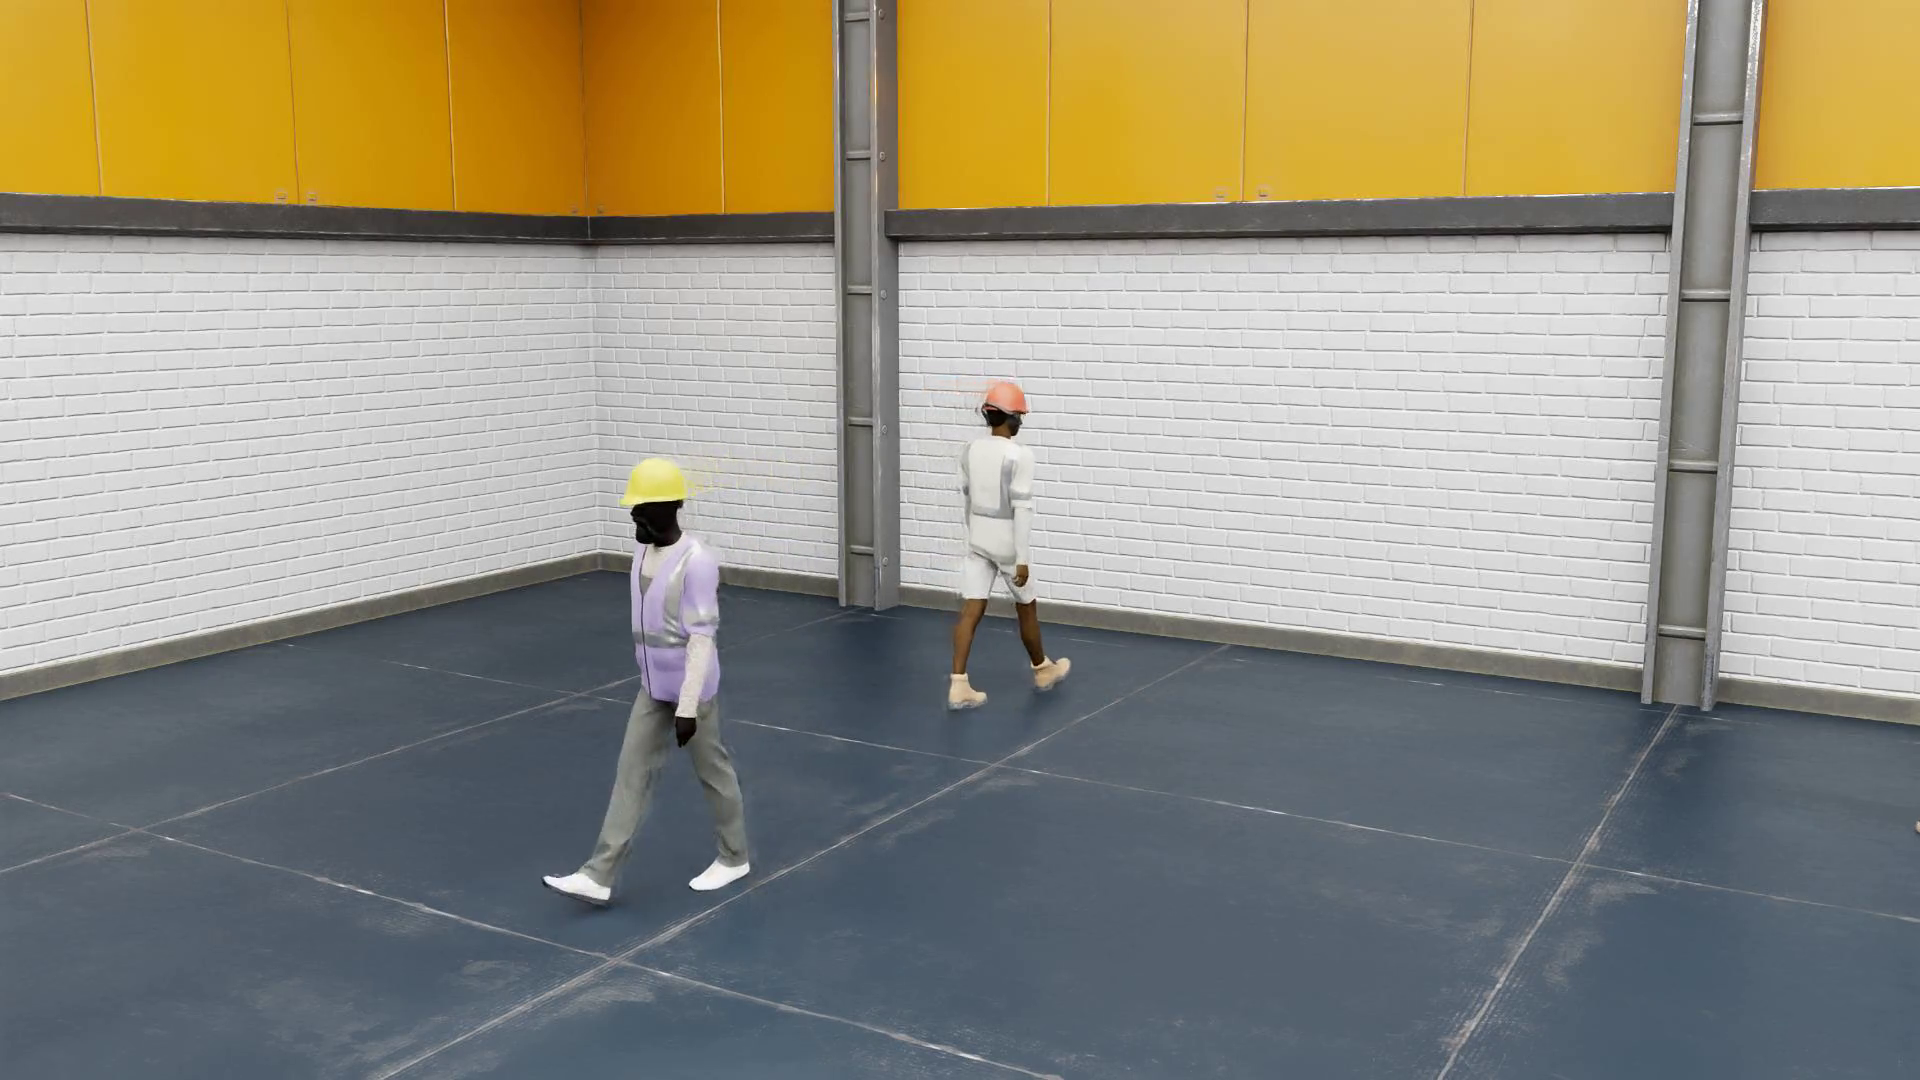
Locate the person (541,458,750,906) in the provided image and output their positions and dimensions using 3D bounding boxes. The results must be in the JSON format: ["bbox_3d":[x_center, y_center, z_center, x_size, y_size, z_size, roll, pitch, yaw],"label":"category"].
[{"bbox_3d":[-1.273,0.608,6.916,0.954,1.876,0.612,-8,12,-41],"label":"person"}]

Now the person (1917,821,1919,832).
[{"bbox_3d":[4.776,0.434,7.741,0.611,1.963,0.362,-7,12,-39],"label":"person"}]

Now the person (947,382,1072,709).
[{"bbox_3d":[0.270,0.020,10.269,0.635,1.982,1.067,8,12,42],"label":"person"}]
